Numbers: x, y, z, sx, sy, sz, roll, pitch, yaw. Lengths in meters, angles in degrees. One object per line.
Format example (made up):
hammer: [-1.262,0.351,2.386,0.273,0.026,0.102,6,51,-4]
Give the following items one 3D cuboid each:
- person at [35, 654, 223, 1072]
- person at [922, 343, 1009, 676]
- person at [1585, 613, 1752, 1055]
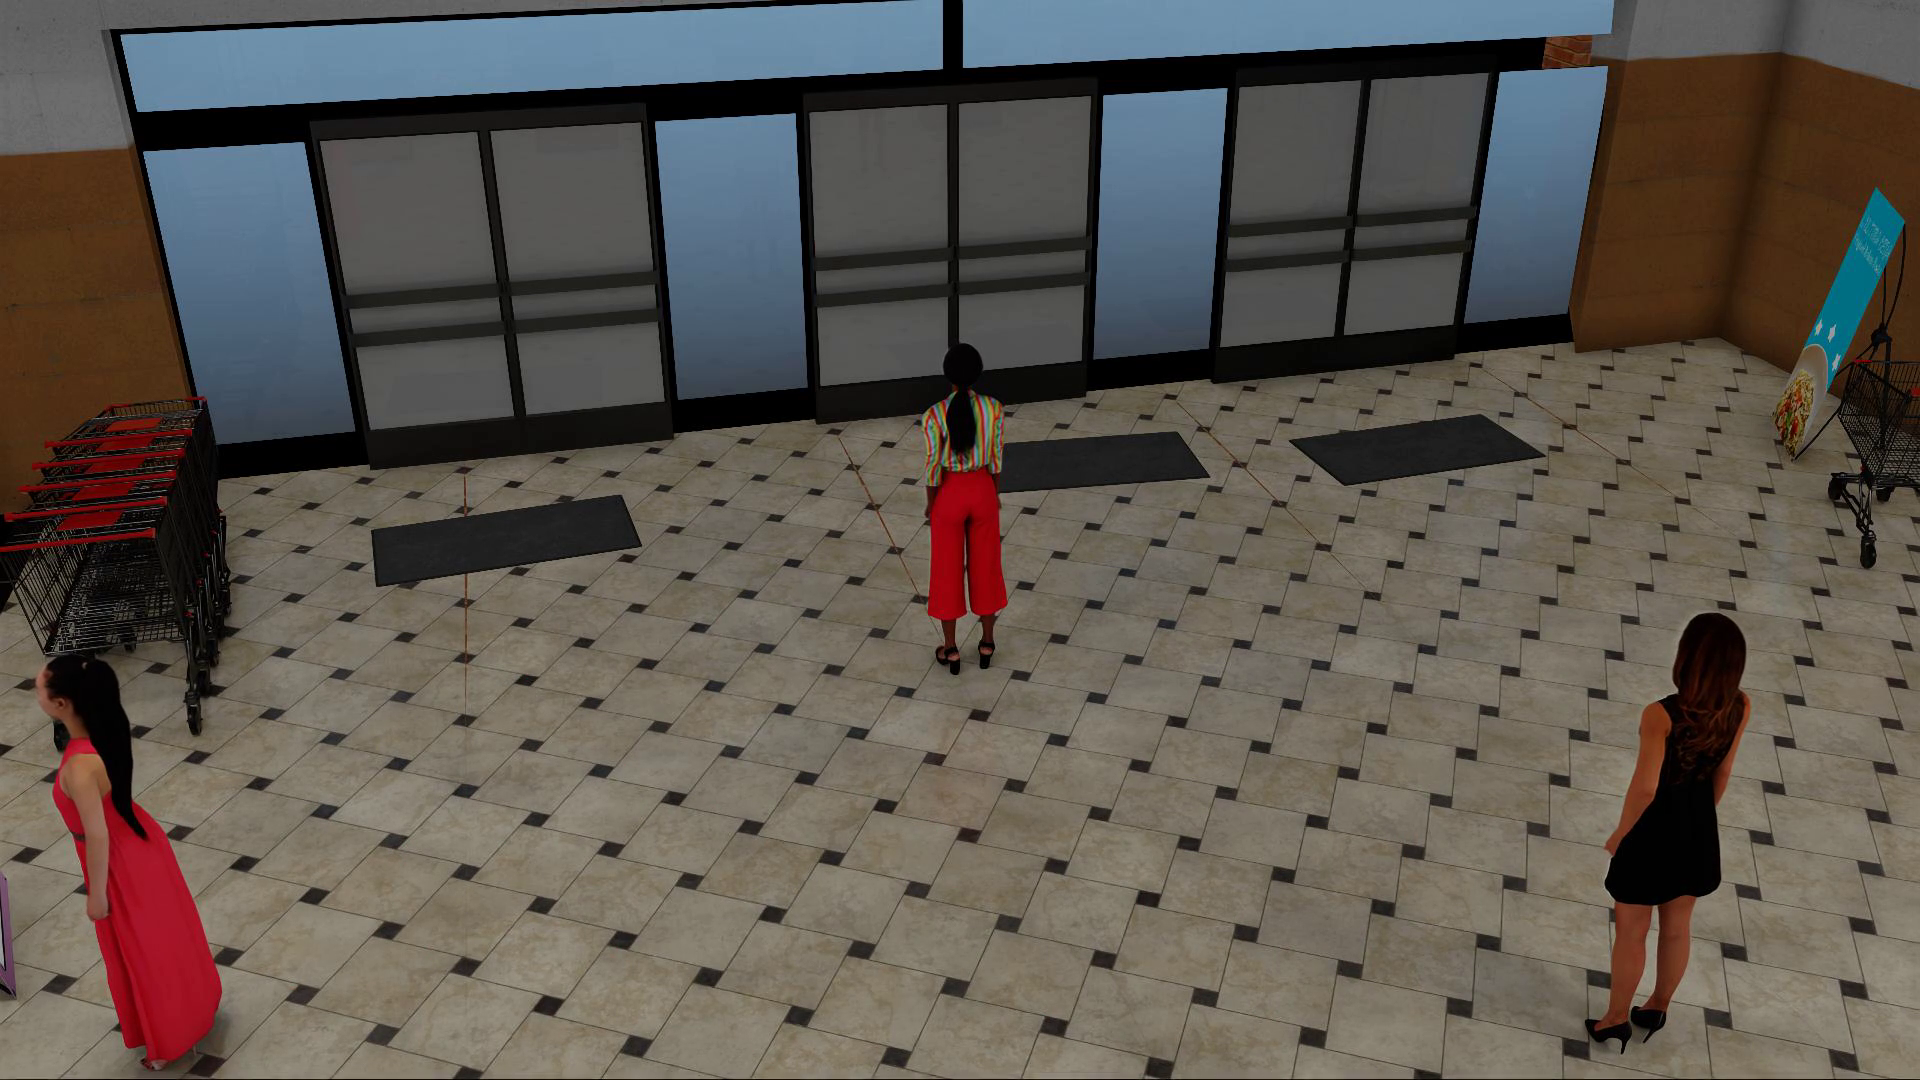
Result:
person: [-2.976,1.153,5.923,0.687,1.727,0.525,-5,27,-9]
person: [0.021,-0.149,8.419,0.587,1.793,0.511,-7,28,-13]
person: [2.531,1.076,5.957,0.570,1.835,0.506,-7,28,-13]
